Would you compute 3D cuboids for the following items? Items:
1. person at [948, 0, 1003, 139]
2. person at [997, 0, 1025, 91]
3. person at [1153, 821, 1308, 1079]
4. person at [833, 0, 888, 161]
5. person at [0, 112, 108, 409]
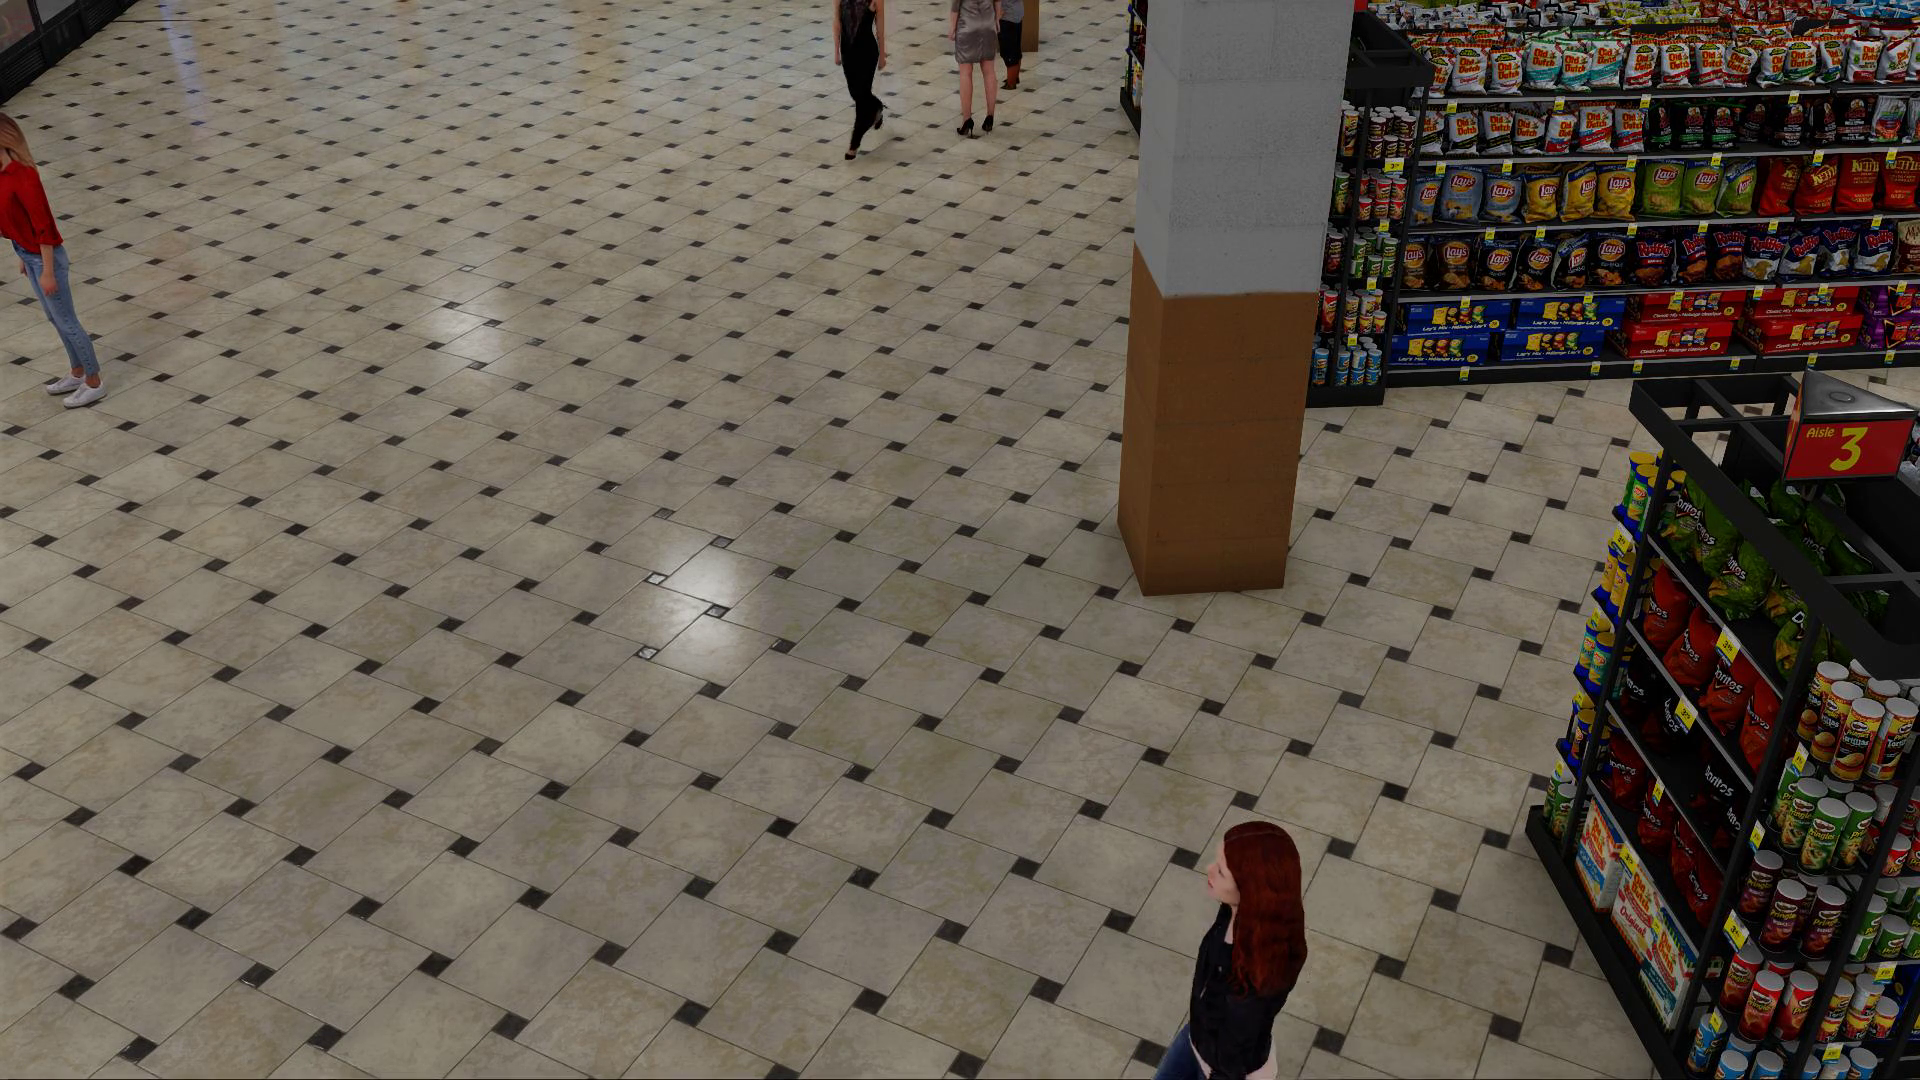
[{"bbox_3d":[0.129,-4.158,13.505,0.541,1.747,0.706,-12,34,-18],"label":"person"},{"bbox_3d":[0.446,-4.749,14.729,0.611,1.457,0.637,8,33,13],"label":"person"},{"bbox_3d":[0.798,1.447,4.461,0.682,1.786,0.644,3,32,5],"label":"person"},{"bbox_3d":[-0.756,-3.847,13.171,1.014,1.571,0.935,16,35,24],"label":"person"},{"bbox_3d":[-5.189,-1.582,9.404,0.717,1.705,0.682,-27,41,-36],"label":"person"}]
